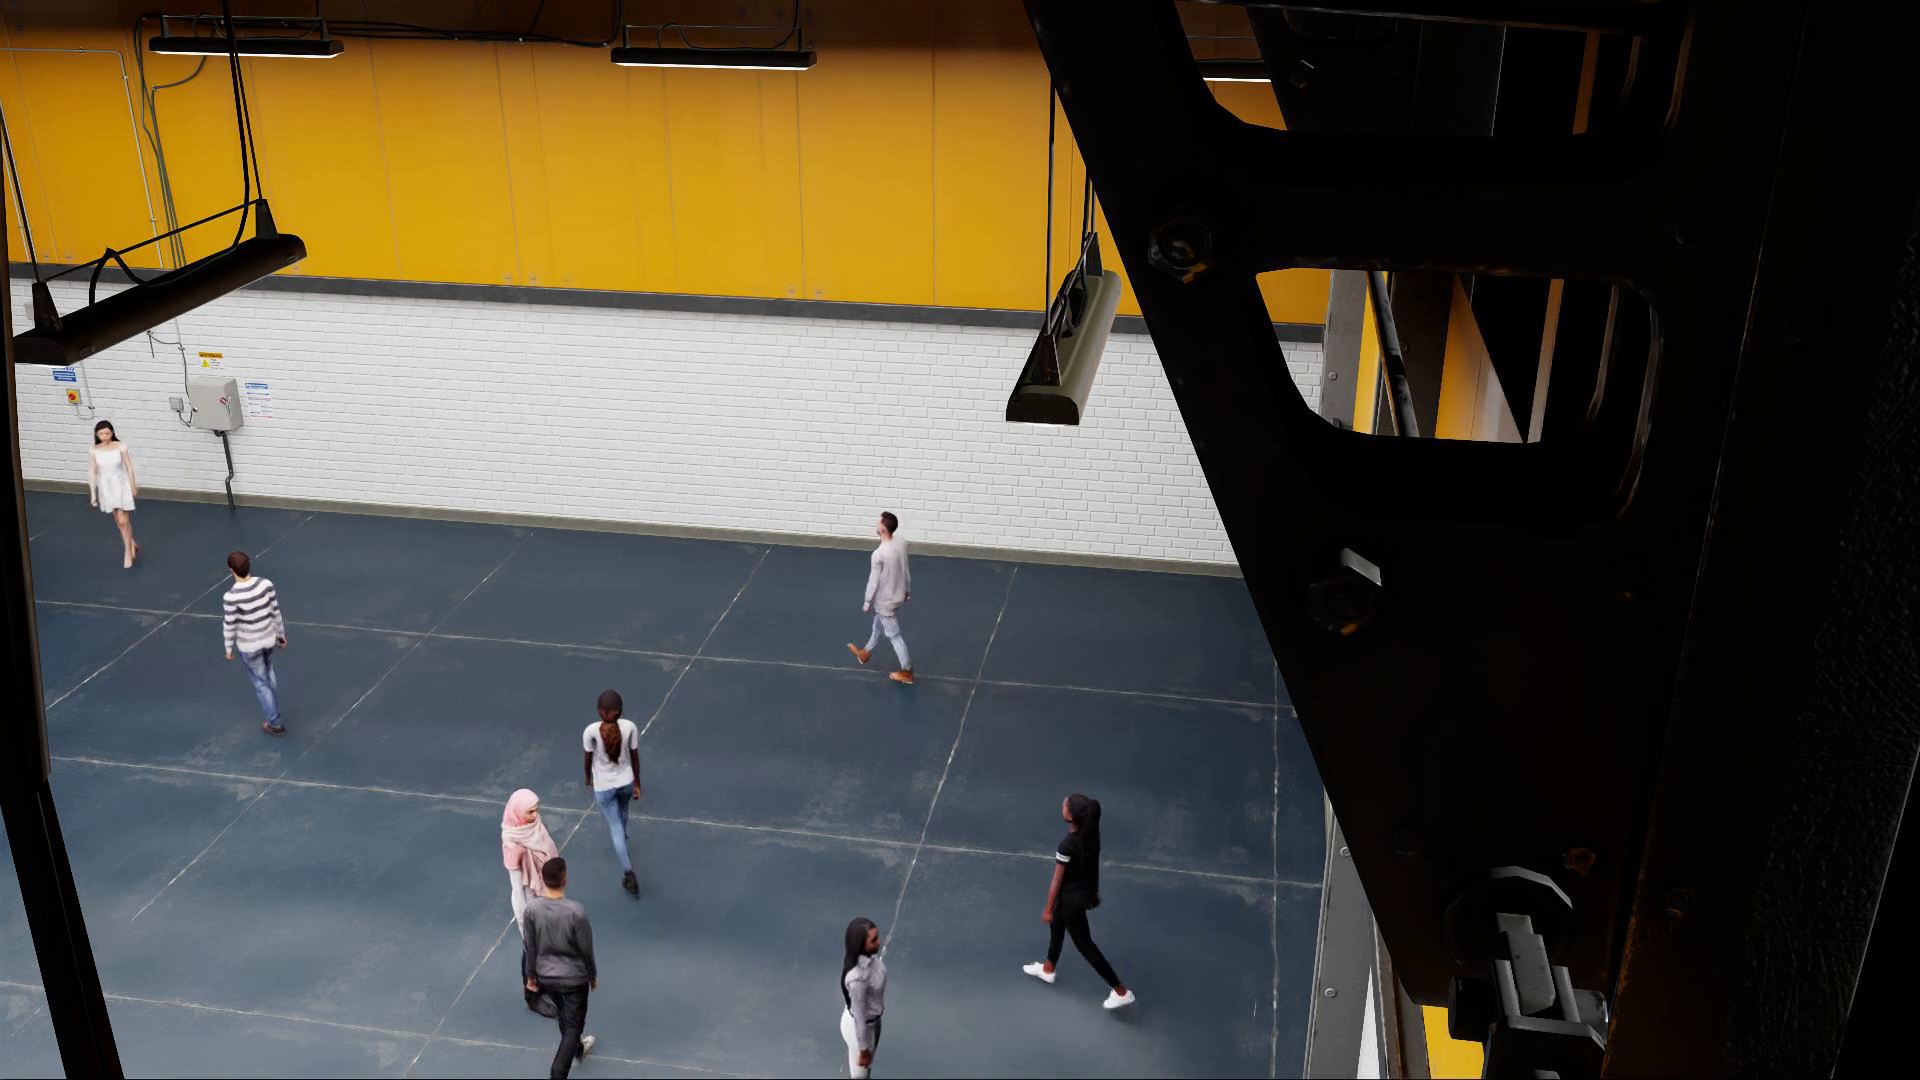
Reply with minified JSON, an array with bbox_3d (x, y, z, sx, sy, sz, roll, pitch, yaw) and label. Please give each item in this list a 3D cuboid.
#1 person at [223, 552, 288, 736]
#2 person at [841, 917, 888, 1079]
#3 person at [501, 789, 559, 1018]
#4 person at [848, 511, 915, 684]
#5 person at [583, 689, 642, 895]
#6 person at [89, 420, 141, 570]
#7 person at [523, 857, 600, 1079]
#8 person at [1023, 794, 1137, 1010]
[{"bbox_3d":[-6.558,0.997,15.656,0.934,1.831,0.907,17,29,34],"label":"person"},{"bbox_3d":[-0.633,3.175,10.810,0.641,1.722,0.441,4,24,9],"label":"person"},{"bbox_3d":[-3.093,2.598,12.028,0.678,1.804,0.513,4,24,9],"label":"person"},{"bbox_3d":[-0.643,0.610,16.577,1.024,1.802,1.137,14,27,28],"label":"person"},{"bbox_3d":[-2.772,2.058,13.435,1.040,1.666,1.198,-12,26,-25],"label":"person"},{"bbox_3d":[-9.799,-0.580,19.360,0.764,1.754,0.888,-3,24,-7],"label":"person"},{"bbox_3d":[-2.699,2.990,11.209,0.664,1.742,1.049,4,24,9],"label":"person"},{"bbox_3d":[0.919,2.653,12.047,0.963,1.688,1.191,13,27,27],"label":"person"}]
